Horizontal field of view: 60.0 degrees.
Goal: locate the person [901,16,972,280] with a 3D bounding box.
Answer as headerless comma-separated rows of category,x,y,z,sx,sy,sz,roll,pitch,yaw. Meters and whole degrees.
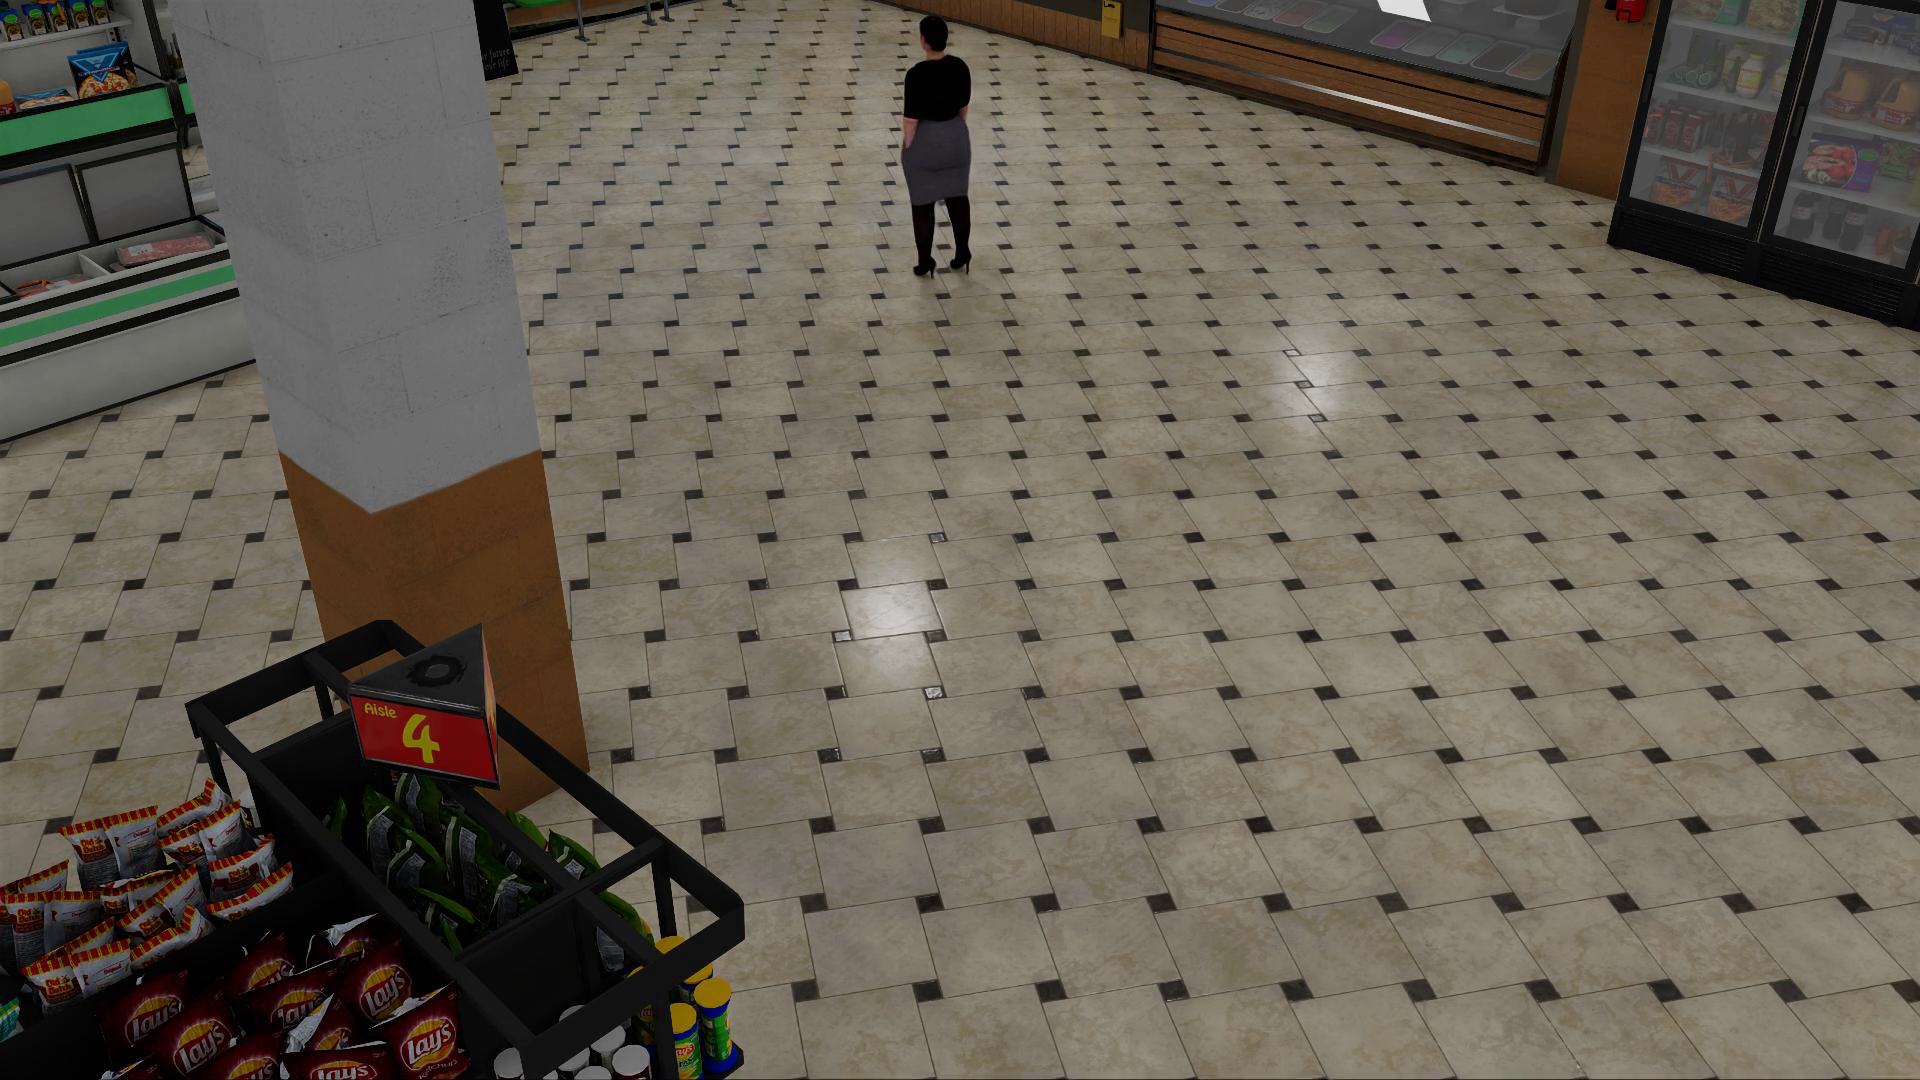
person,-0.141,-2.604,11.112,0.641,1.755,0.788,-17,36,-25
